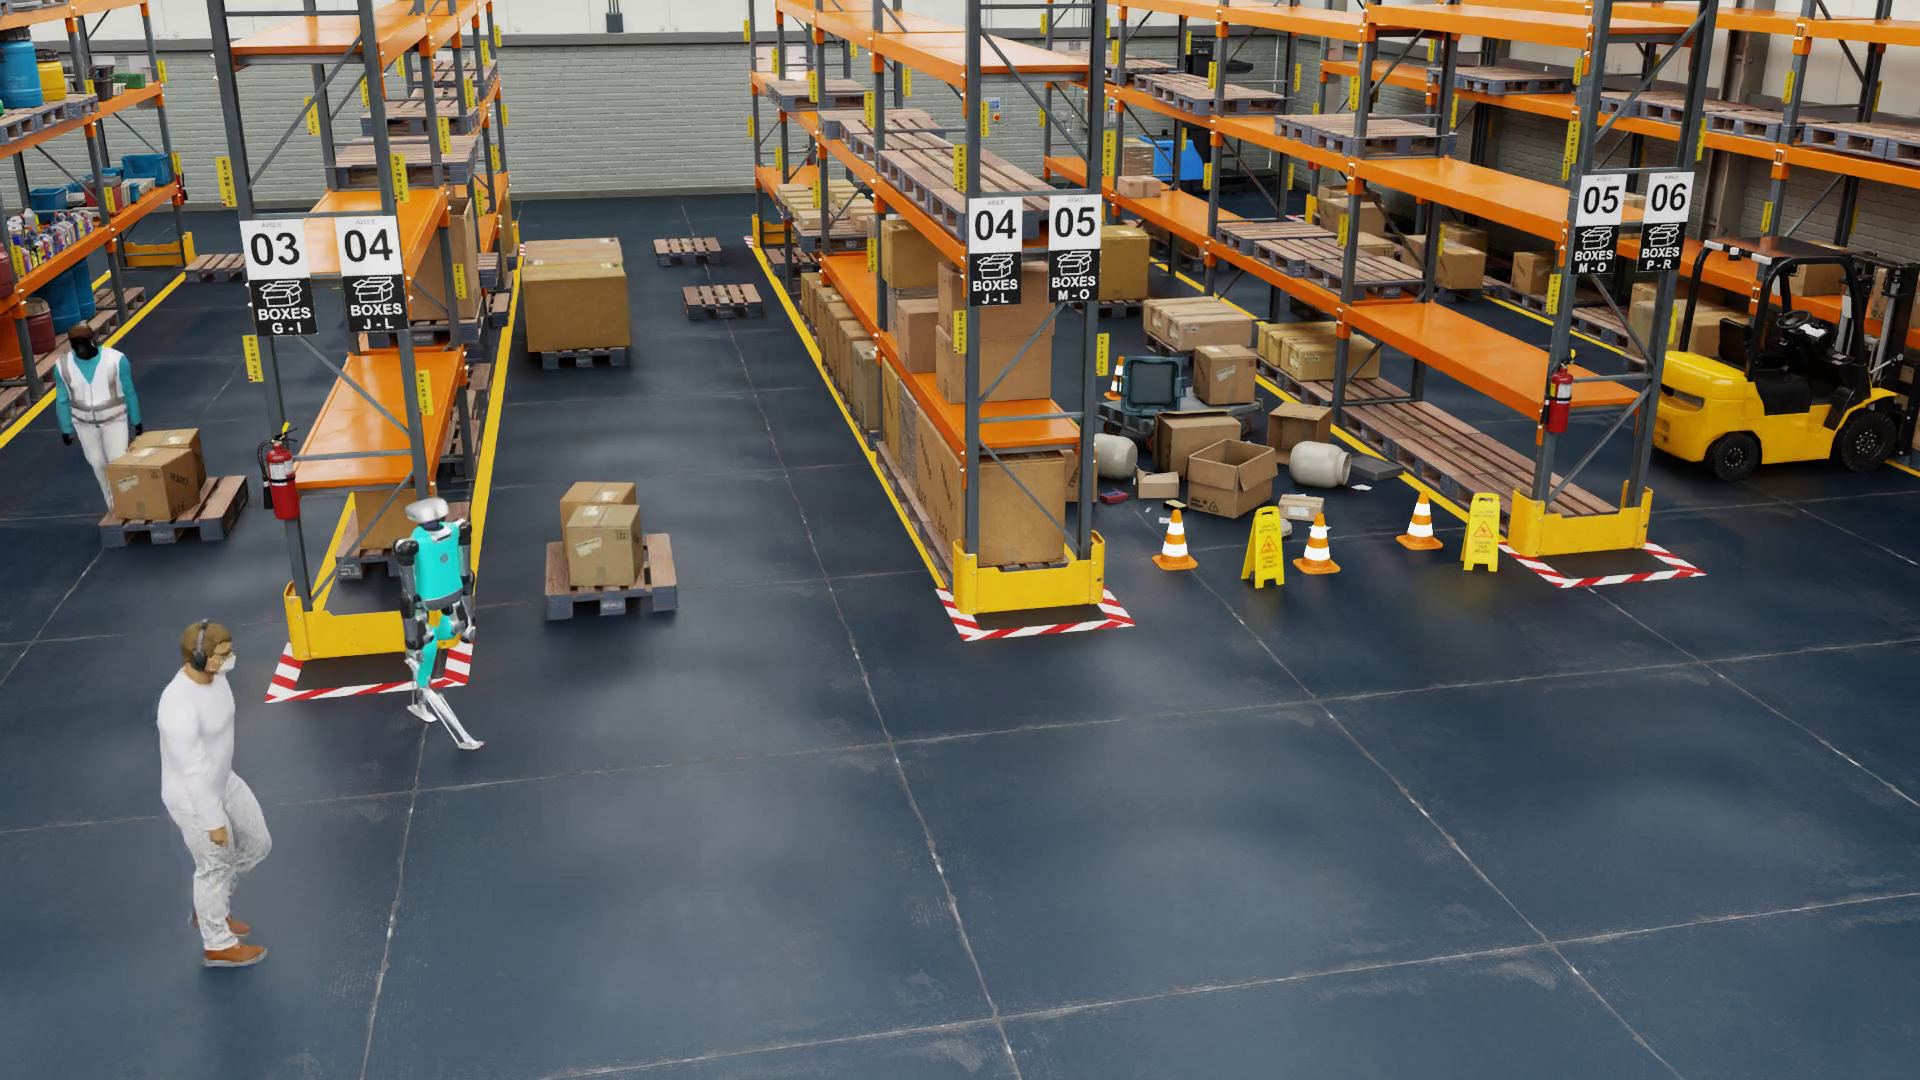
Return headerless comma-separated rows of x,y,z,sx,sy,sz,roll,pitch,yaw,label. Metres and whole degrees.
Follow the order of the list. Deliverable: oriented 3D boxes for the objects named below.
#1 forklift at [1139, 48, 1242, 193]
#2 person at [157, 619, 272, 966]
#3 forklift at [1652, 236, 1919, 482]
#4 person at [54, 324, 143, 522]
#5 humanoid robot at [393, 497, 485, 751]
4.566,-8.313,32.860,1.873,2.768,1.129,-4,21,-12,forklift
-3.756,1.291,8.374,0.445,1.917,0.630,-2,20,-4,person
8.013,-1.814,16.330,2.313,2.155,1.214,-4,21,-12,forklift
-7.592,-0.986,14.638,0.648,1.812,0.746,-5,21,-13,person
-3.470,0.524,10.739,1.038,1.755,0.543,15,25,35,humanoid robot
